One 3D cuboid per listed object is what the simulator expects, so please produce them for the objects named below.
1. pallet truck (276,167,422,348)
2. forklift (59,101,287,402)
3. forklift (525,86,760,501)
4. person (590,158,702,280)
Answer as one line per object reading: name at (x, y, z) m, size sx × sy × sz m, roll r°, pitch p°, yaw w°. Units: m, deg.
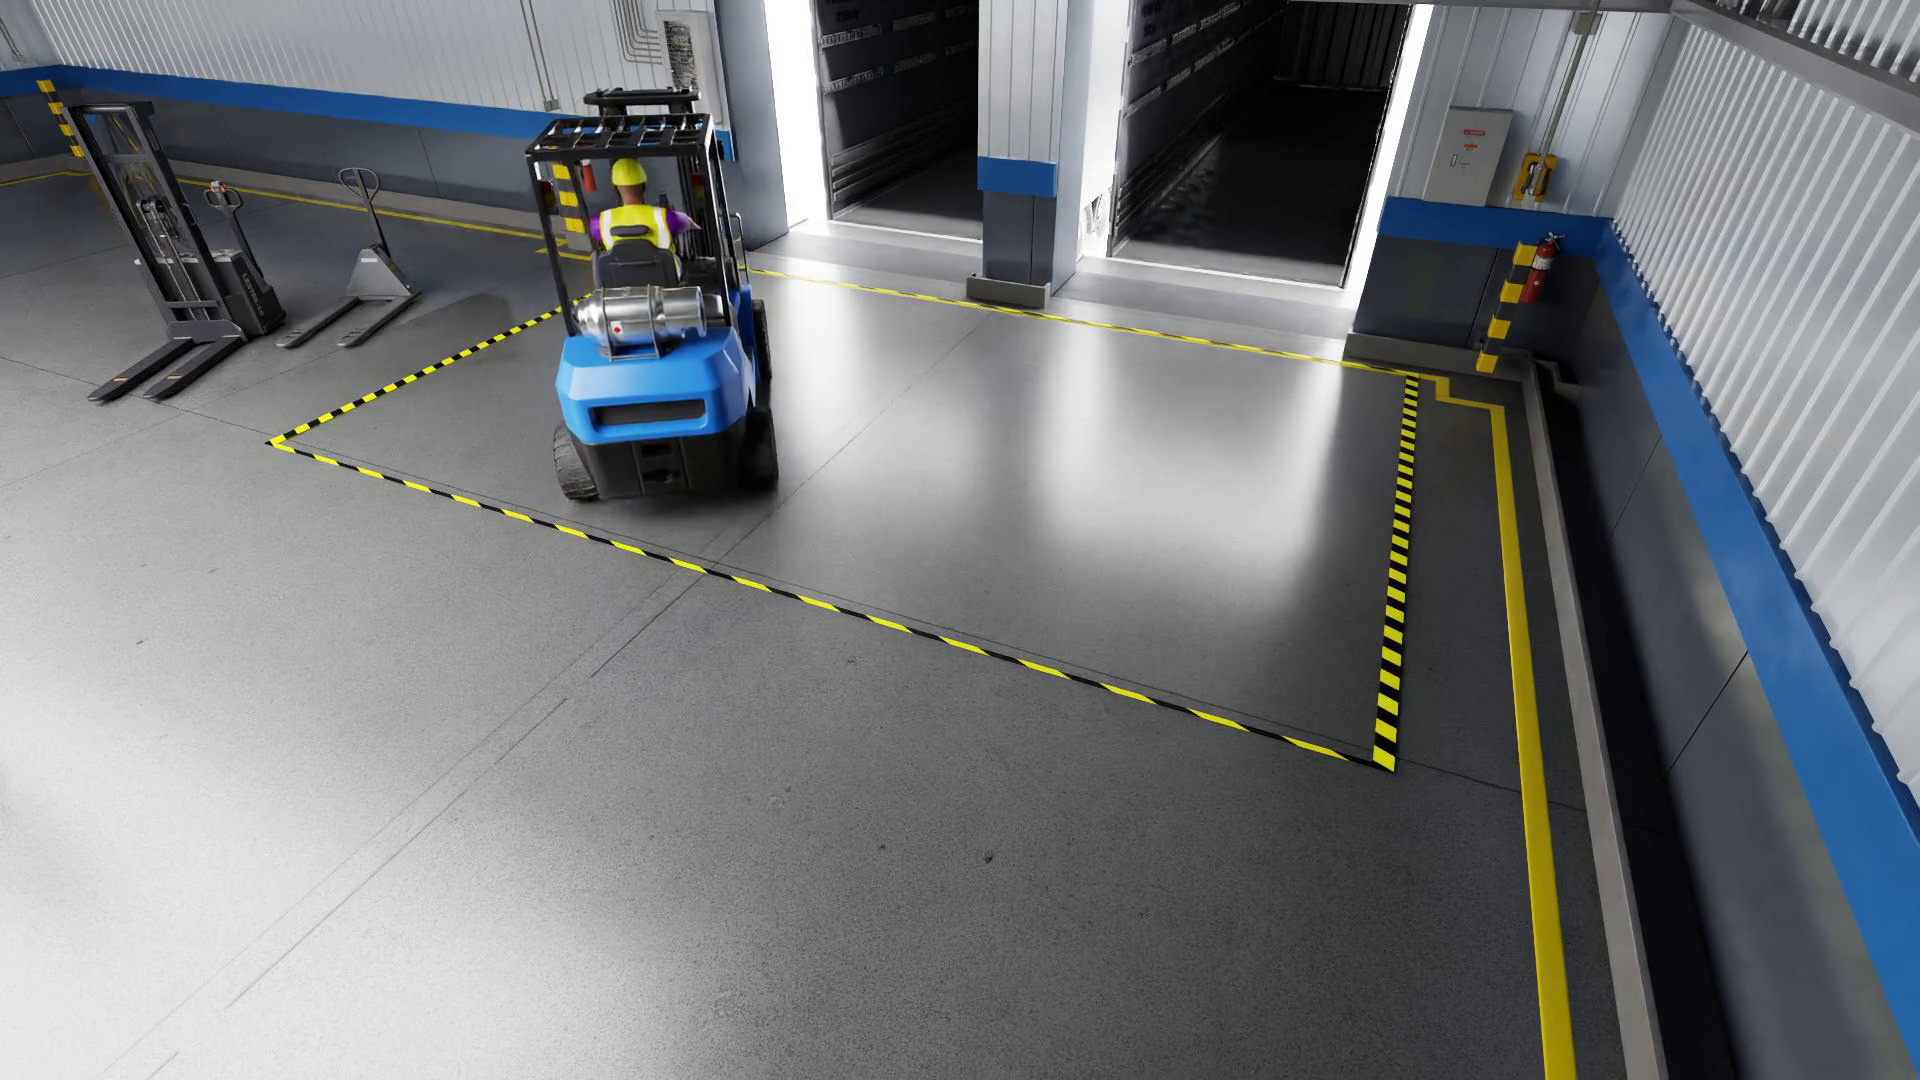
pallet truck at (-5.732, -2.611, 8.414) m, size 0.680 × 1.201 × 1.601 m, roll -1°, pitch 35°, yaw -1°
forklift at (-6.686, -2.387, 7.434) m, size 0.823 × 1.965 × 1.885 m, roll -3°, pitch 35°, yaw -5°
forklift at (-2.080, -1.804, 6.290) m, size 1.157 × 2.036 × 2.680 m, roll -6°, pitch 35°, yaw -8°
person at (-2.084, -1.992, 6.232) m, size 0.635 × 1.293 × 1.004 m, roll -6°, pitch 35°, yaw -8°
